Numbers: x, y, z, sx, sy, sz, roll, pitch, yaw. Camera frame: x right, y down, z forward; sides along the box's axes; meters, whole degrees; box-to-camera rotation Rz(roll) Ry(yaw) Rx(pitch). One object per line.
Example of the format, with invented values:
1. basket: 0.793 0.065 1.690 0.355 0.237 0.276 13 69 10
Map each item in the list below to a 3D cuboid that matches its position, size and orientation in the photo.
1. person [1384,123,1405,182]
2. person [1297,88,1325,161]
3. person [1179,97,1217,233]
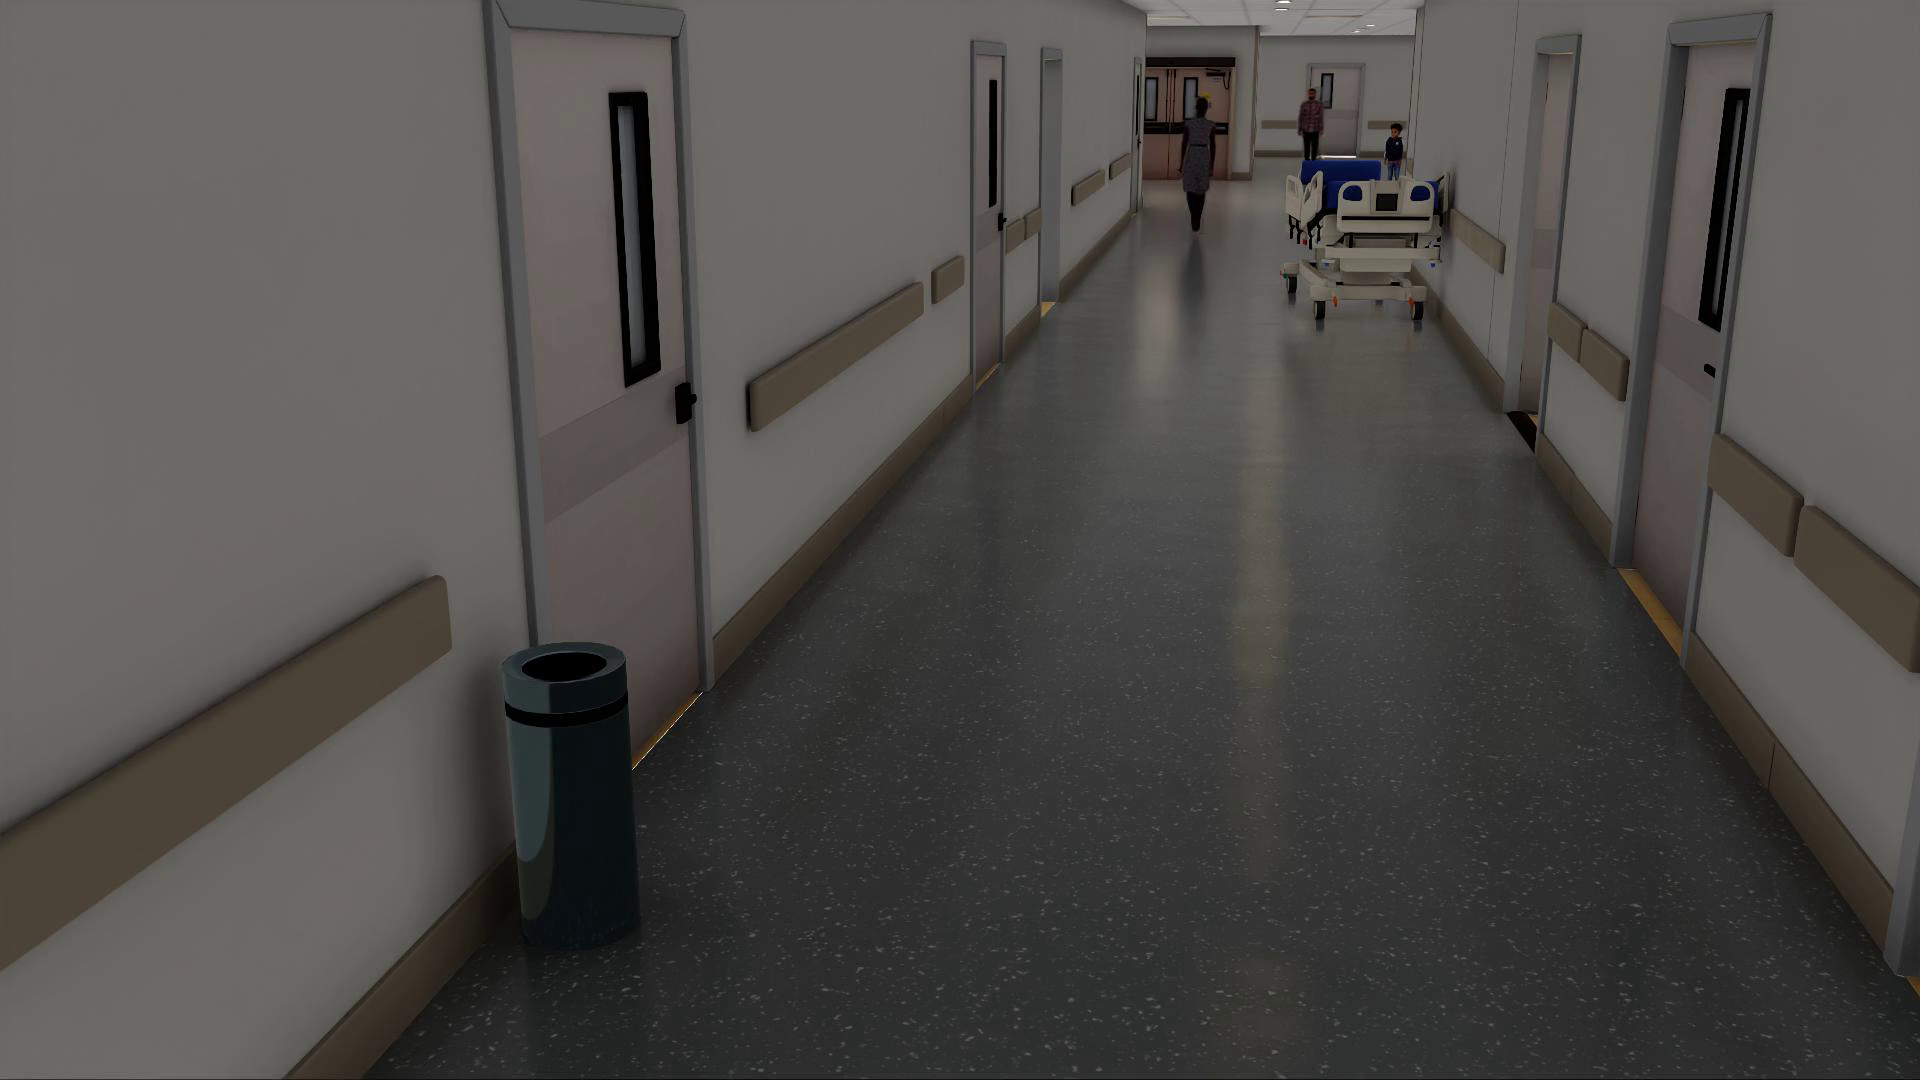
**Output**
1. person: 7.833 -6.886 29.970 0.539 1.222 0.640 11 19 35
2. person: 7.725 -9.009 36.524 0.630 1.751 0.821 6 17 19
3. person: 3.117 -4.888 21.904 1.088 1.754 0.740 1 16 5
